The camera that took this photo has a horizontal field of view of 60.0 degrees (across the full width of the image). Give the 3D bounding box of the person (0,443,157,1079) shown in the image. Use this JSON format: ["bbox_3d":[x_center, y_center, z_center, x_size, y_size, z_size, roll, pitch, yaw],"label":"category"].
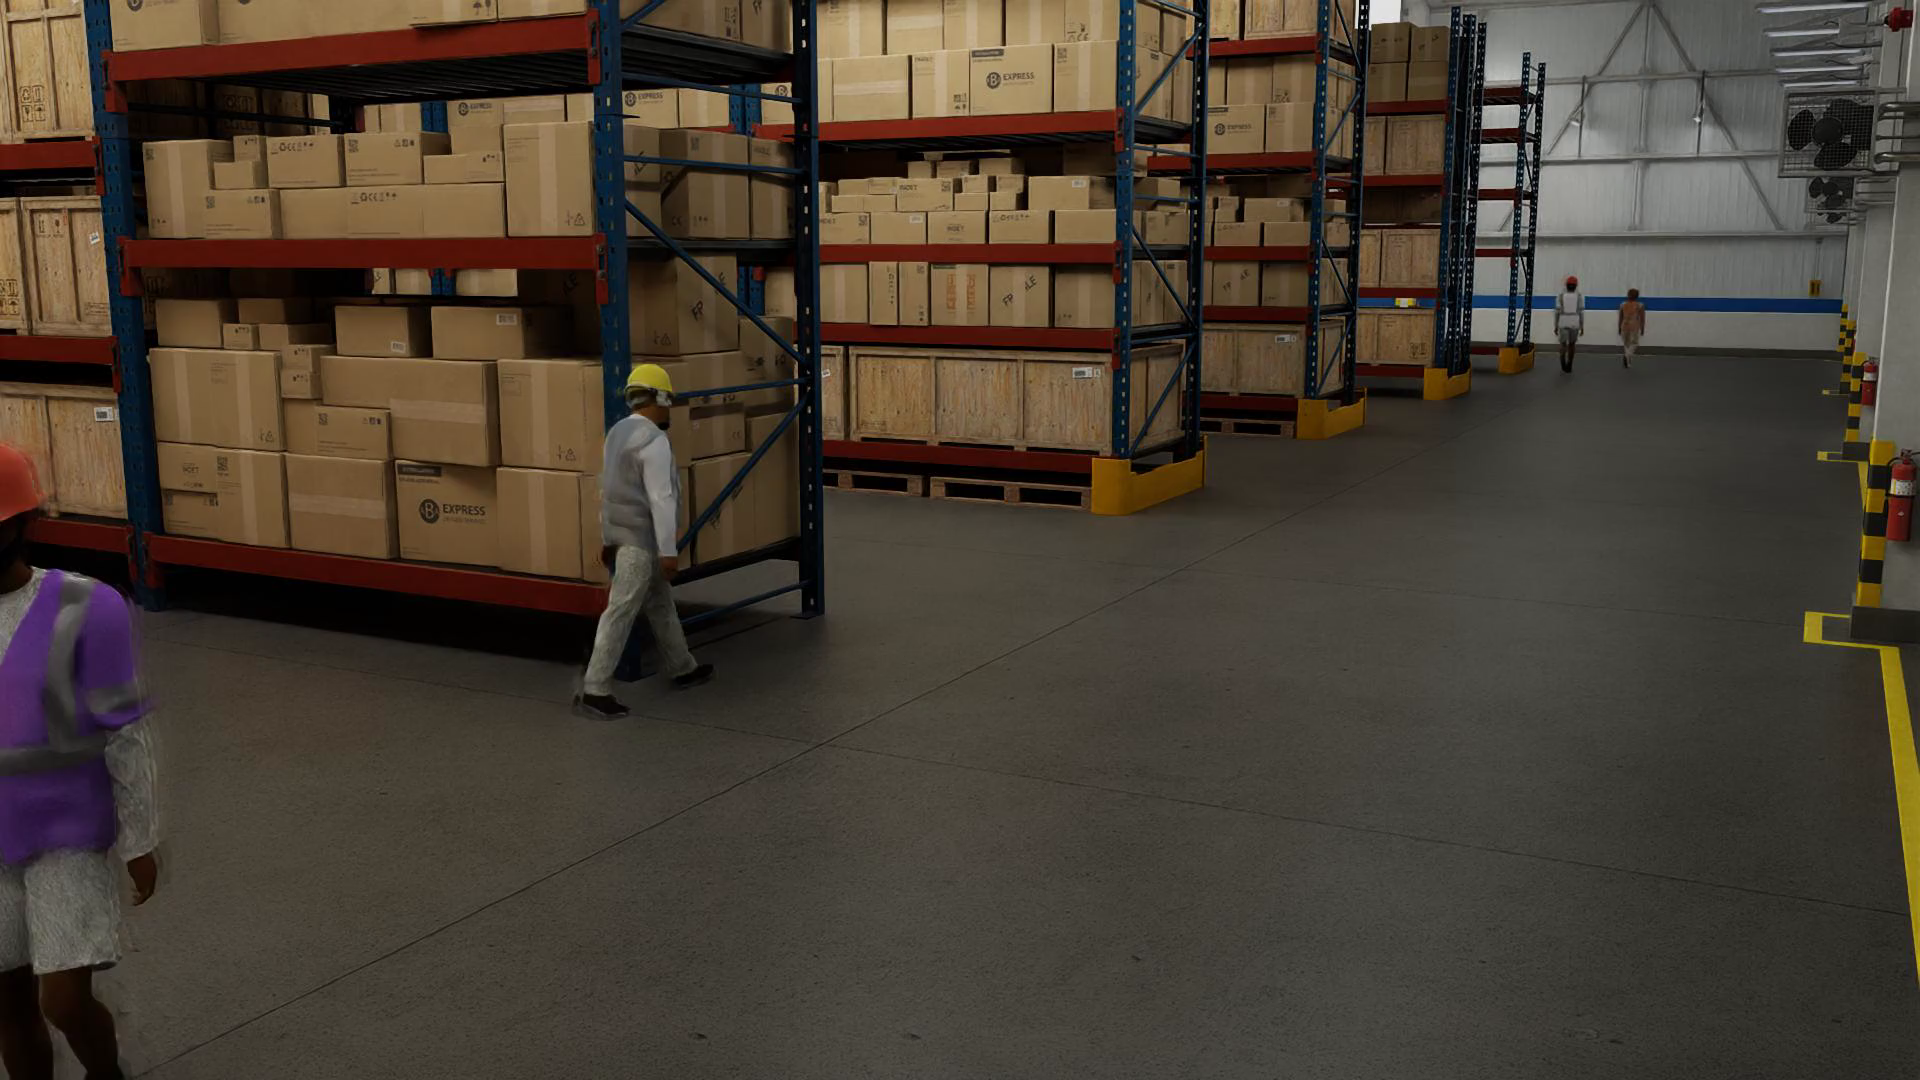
[{"bbox_3d":[-2.225,0.707,3.936,0.561,1.919,0.424,-1,10,-5],"label":"person"}]

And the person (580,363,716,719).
[{"bbox_3d":[-1.629,-0.012,8.572,0.881,1.769,0.646,-6,11,-29],"label":"person"}]

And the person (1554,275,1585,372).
[{"bbox_3d":[11.821,-4.179,32.290,0.542,1.905,0.823,4,10,21],"label":"person"}]

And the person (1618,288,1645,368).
[{"bbox_3d":[13.529,-4.265,33.564,0.528,1.619,0.586,8,13,40],"label":"person"}]
